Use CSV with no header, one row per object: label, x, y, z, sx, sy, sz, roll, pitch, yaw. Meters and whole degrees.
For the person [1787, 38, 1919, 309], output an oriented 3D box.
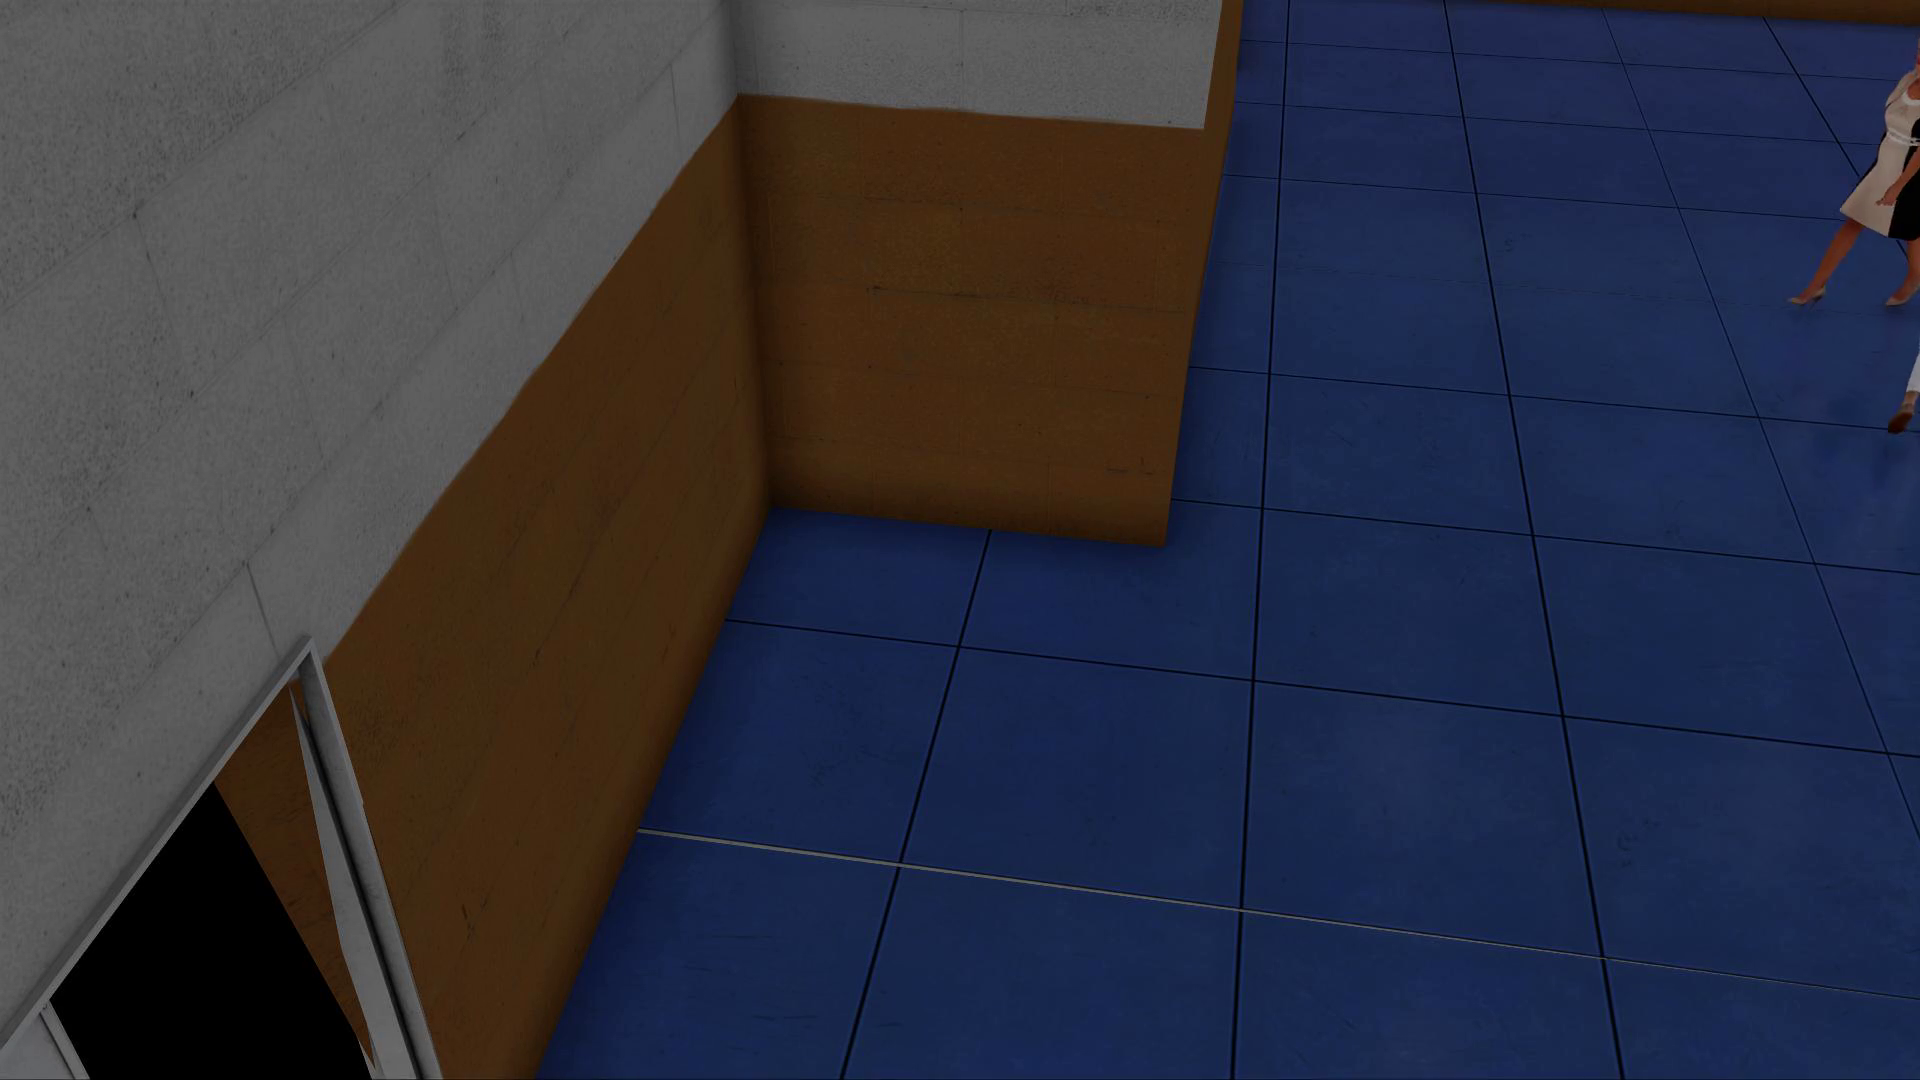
person,5.517,-2.070,9.592,1.197,1.701,0.960,-11,38,-15
